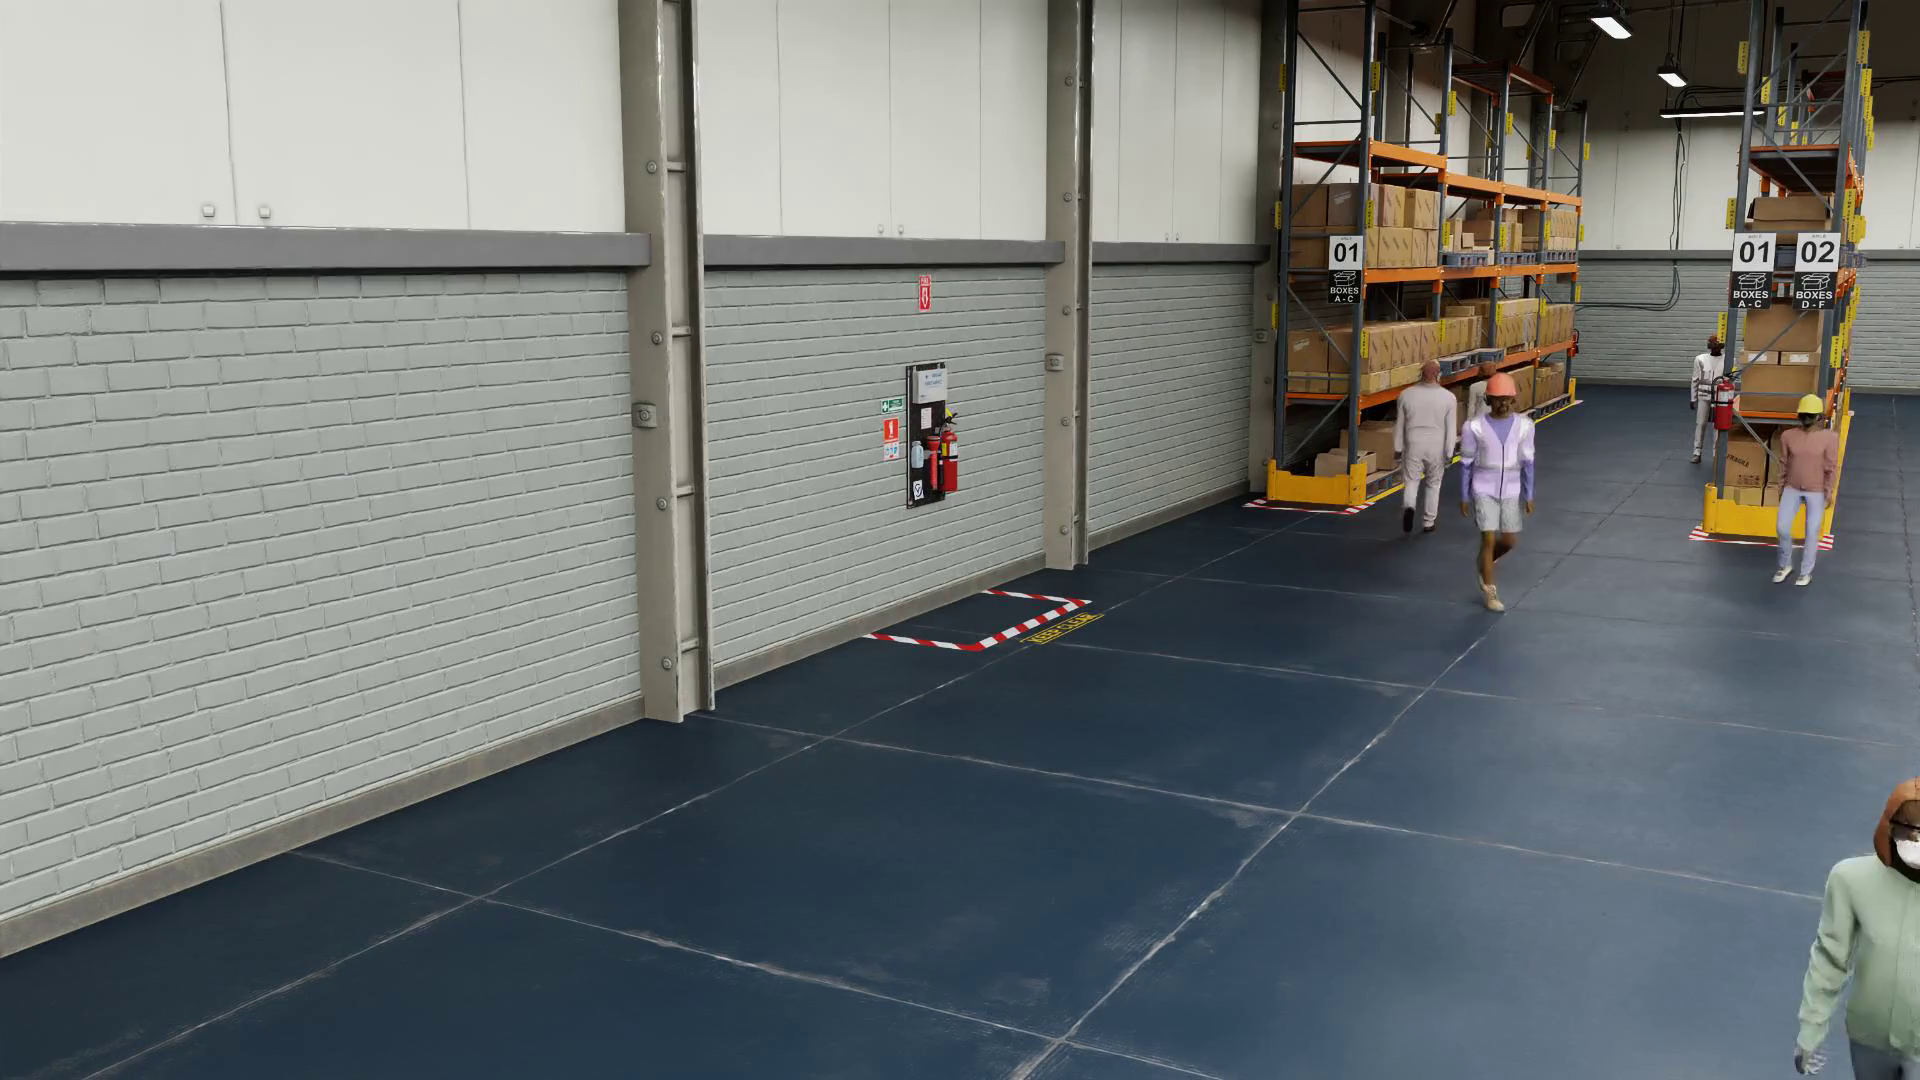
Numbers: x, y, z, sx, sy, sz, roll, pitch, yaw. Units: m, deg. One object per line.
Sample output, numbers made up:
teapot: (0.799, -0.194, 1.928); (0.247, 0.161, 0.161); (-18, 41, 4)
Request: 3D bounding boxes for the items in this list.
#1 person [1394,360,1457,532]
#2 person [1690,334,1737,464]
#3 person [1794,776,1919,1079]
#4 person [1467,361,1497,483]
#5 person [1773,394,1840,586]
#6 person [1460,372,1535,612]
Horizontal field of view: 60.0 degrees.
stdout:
person: (4.995, -0.987, 17.865); (0.654, 1.882, 0.687); (4, 11, 23)
person: (10.848, -2.032, 23.995); (0.584, 1.882, 0.347); (5, 11, 28)
person: (2.606, 1.423, 4.613); (0.880, 1.583, 0.518); (-8, 12, -38)
person: (6.911, -1.536, 21.861); (0.497, 1.626, 0.283); (0, 10, -1)
person: (7.650, -0.440, 15.057); (0.525, 1.752, 0.455); (9, 13, 41)
person: (4.561, -0.428, 14.192); (0.626, 2.028, 0.736); (0, 10, 1)
